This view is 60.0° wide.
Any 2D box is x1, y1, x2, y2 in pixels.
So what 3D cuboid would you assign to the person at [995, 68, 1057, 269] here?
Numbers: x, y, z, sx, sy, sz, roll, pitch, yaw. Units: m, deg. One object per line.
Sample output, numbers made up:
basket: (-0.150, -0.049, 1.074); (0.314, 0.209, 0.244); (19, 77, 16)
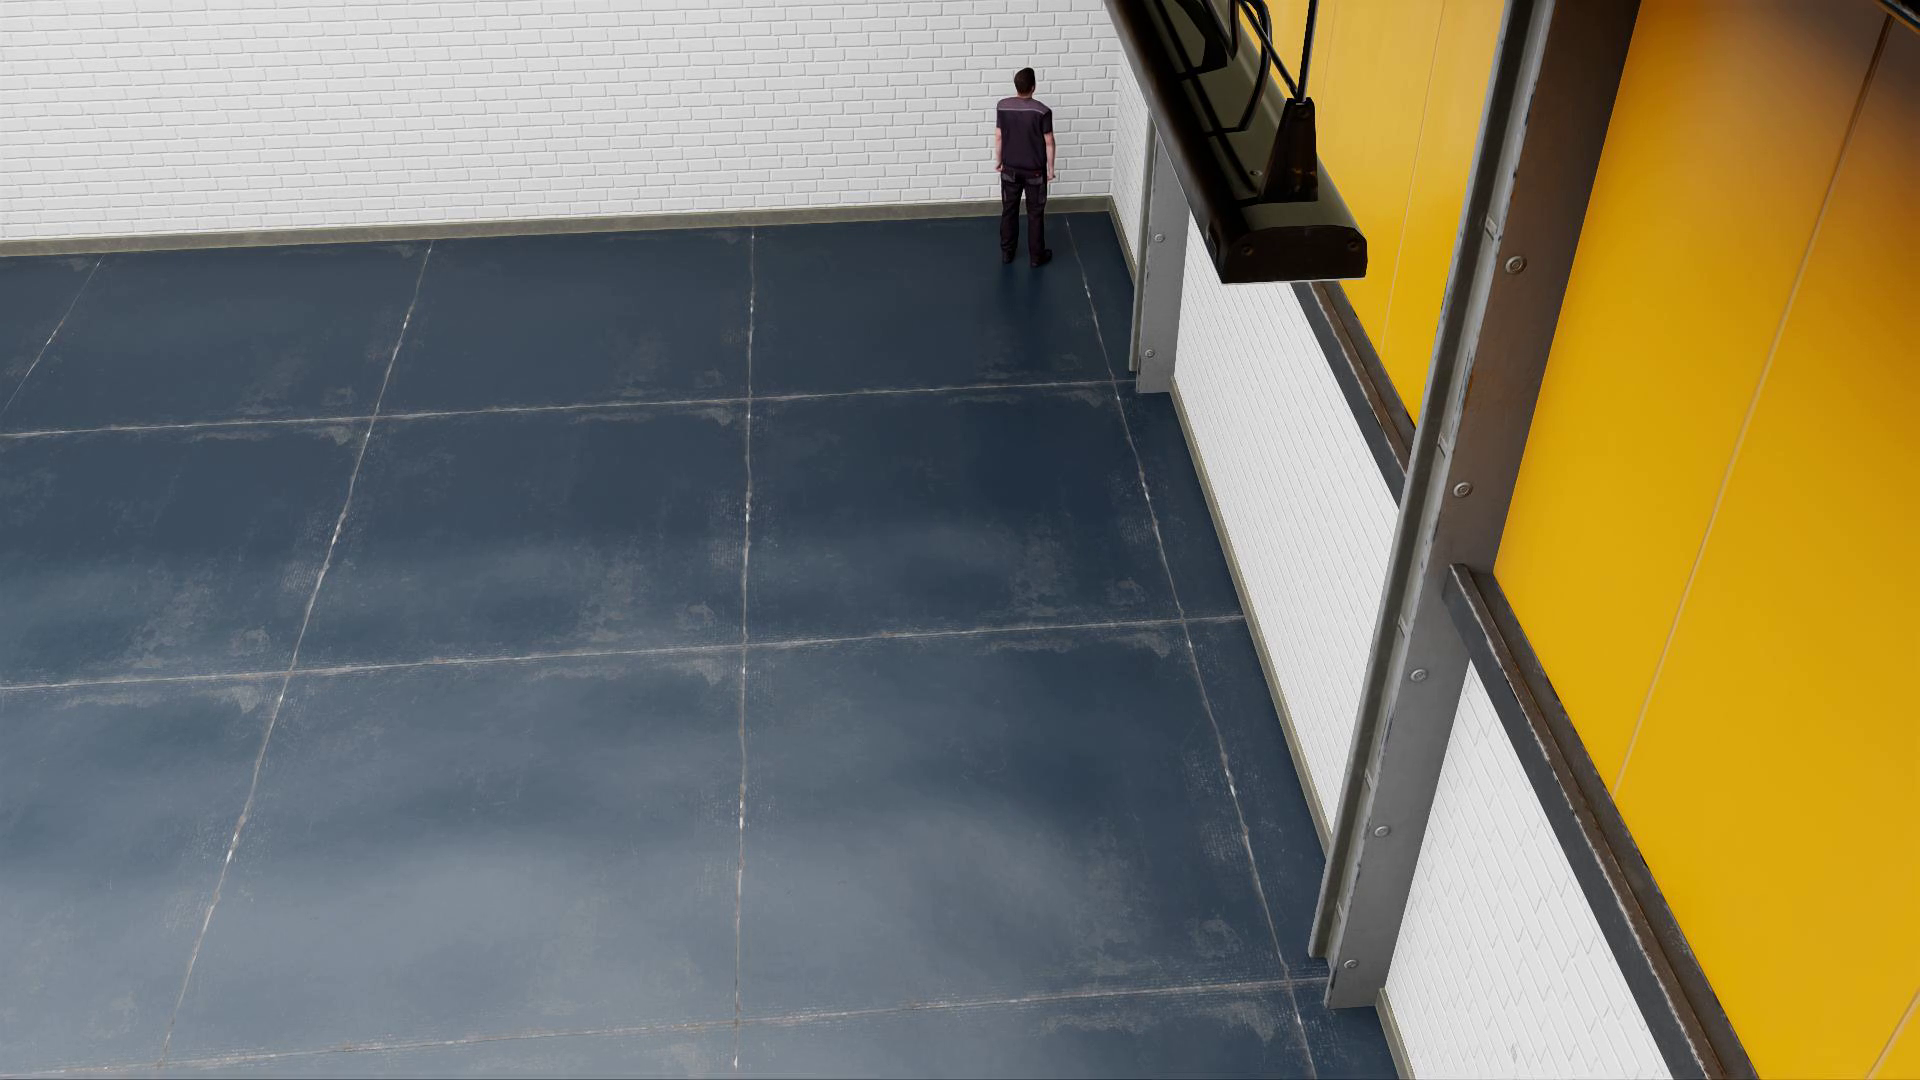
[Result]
person: (0.573, -3.308, 14.779); (0.802, 1.845, 0.767); (14, 41, 17)
